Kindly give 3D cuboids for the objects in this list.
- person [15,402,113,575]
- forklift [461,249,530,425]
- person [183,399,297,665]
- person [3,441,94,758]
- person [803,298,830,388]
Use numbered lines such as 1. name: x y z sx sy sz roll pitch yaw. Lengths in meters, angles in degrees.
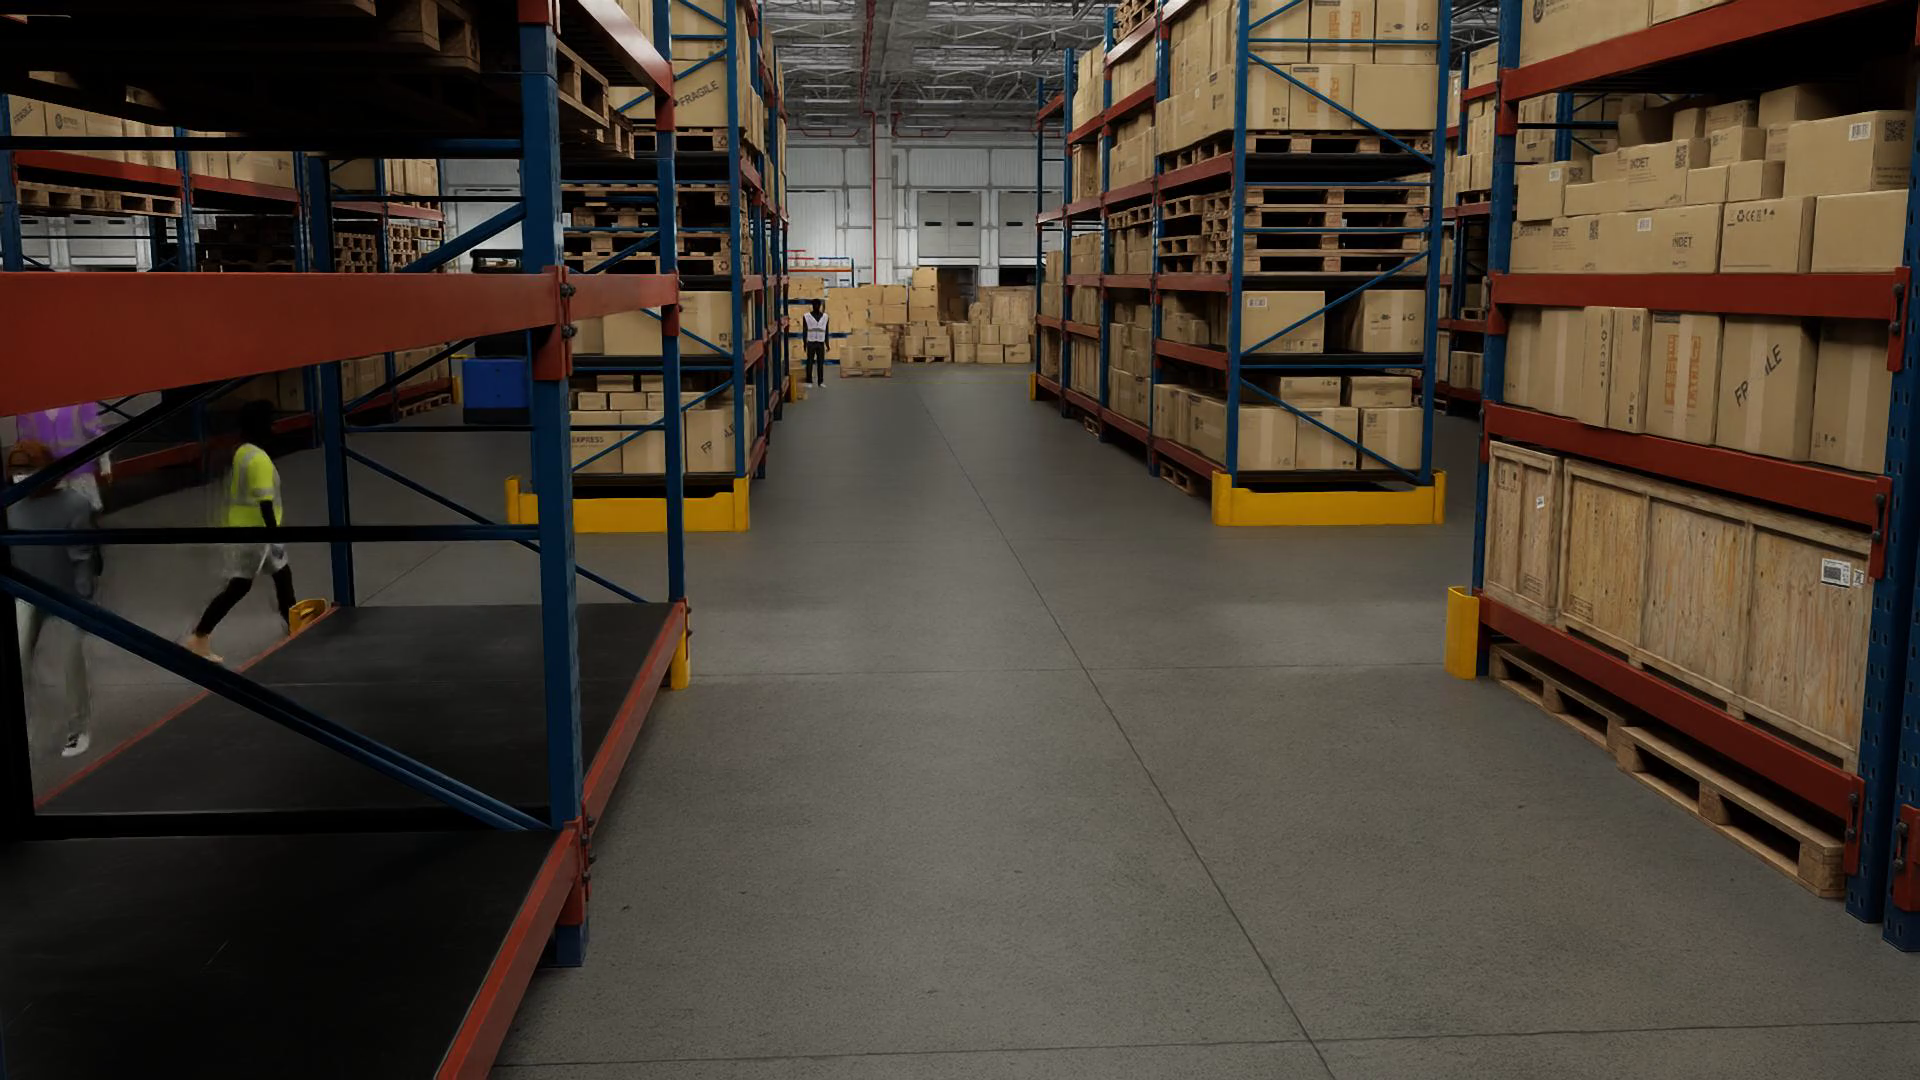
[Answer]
1. person: -6.741 -0.536 12.565 0.617 1.893 0.713 -3 9 -17
2. forklift: -7.362 -3.301 26.857 1.129 2.768 1.873 -1 9 -4
3. person: -4.420 -0.045 10.309 0.904 1.653 0.537 -5 11 -31
4. person: -4.461 0.331 8.057 0.502 1.604 0.769 -2 9 -10
5. person: -3.076 -4.201 35.540 0.587 1.914 0.392 -4 10 -21
